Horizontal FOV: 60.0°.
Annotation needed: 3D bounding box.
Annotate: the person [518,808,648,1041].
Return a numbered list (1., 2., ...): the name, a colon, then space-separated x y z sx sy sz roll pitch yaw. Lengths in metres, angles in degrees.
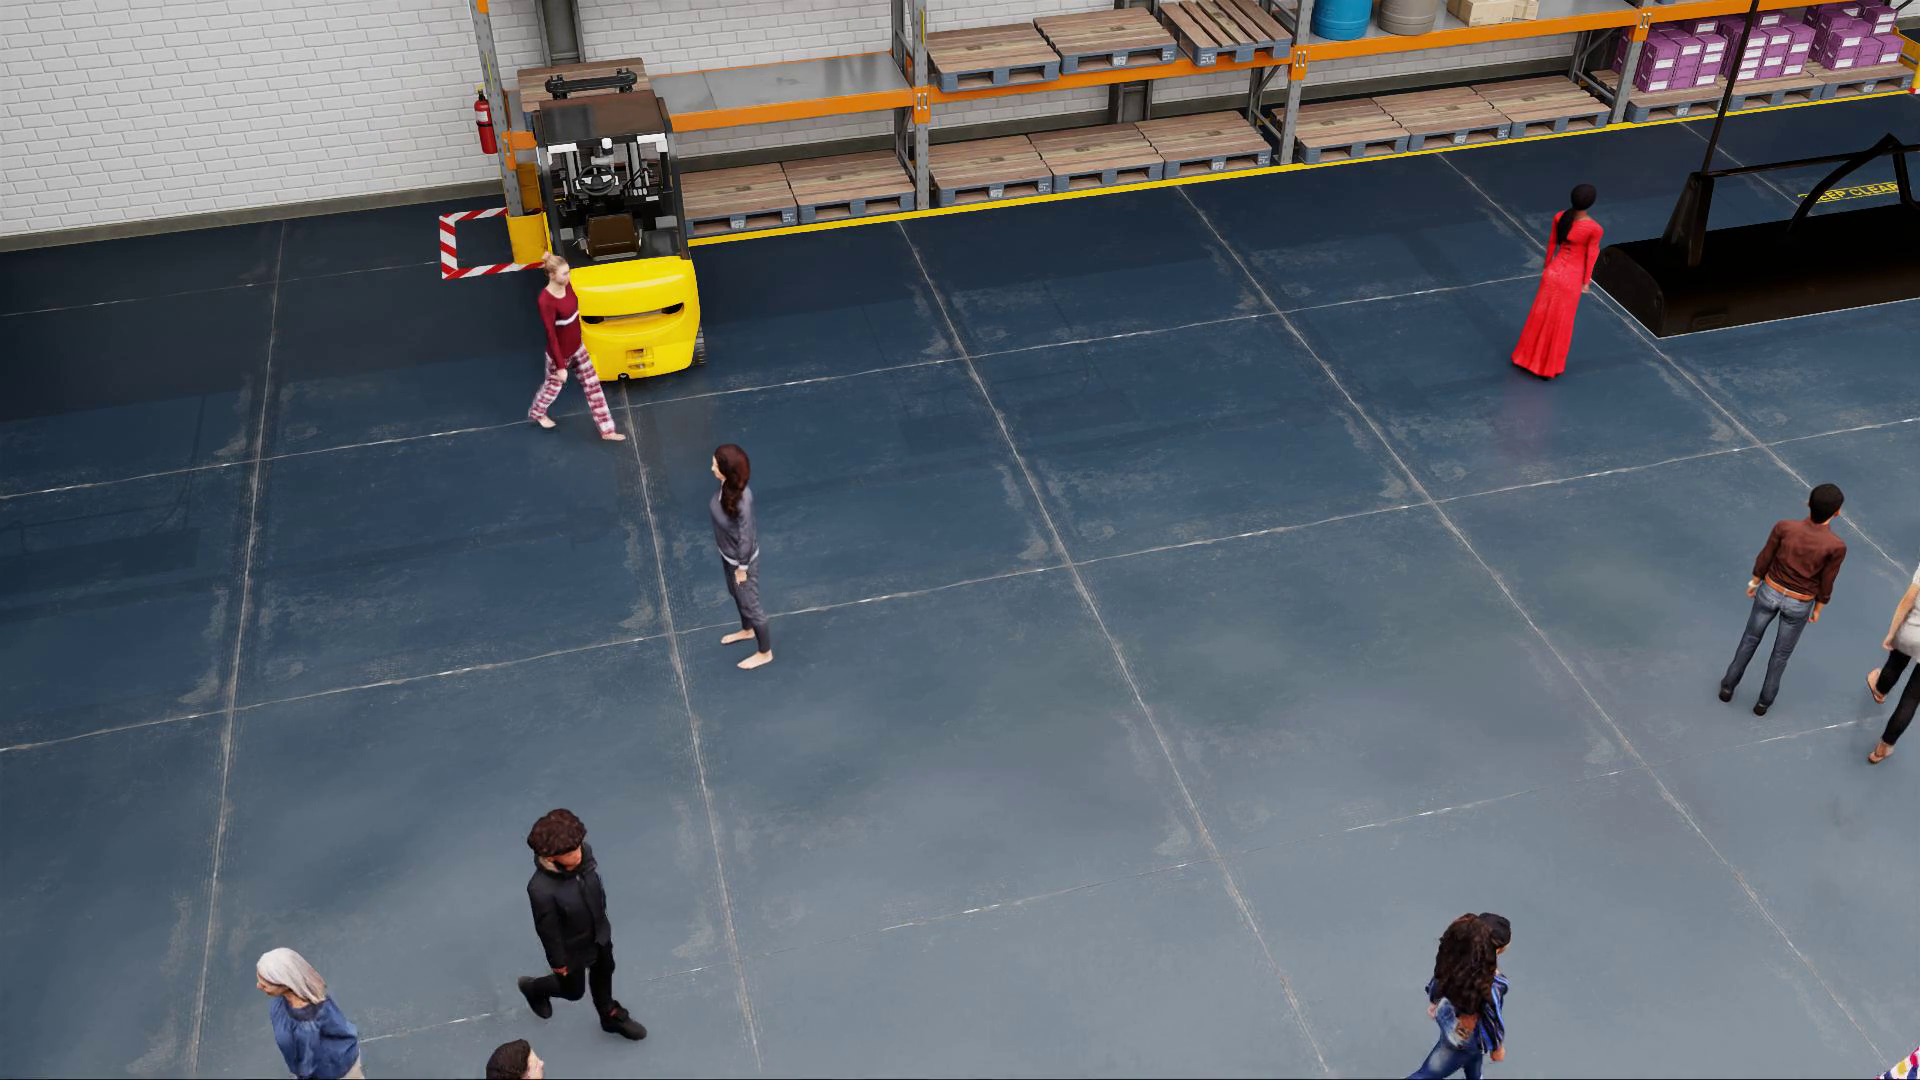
1. person: -2.097 2.041 8.792 1.062 1.762 0.964 15 41 18

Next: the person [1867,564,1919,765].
1. person: 6.061 0.693 10.452 1.037 1.797 1.114 23 44 26

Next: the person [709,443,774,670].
1. person: -1.485 0.080 11.243 0.598 1.768 0.655 -18 42 -22

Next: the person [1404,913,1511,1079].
1. person: 2.446 2.487 8.382 1.082 1.578 0.711 -4 39 -5

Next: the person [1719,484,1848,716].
1. person: 5.382 0.391 10.846 0.704 1.776 0.728 25 45 28

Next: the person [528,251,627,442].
1. person: -3.247 -1.529 13.353 1.218 1.649 1.074 15 41 18

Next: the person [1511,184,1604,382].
1. person: 5.092 -2.184 14.072 0.758 1.785 0.736 -26 46 -29

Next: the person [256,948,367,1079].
1. person: -3.043 2.528 8.253 0.767 1.683 0.712 -23 44 -26
